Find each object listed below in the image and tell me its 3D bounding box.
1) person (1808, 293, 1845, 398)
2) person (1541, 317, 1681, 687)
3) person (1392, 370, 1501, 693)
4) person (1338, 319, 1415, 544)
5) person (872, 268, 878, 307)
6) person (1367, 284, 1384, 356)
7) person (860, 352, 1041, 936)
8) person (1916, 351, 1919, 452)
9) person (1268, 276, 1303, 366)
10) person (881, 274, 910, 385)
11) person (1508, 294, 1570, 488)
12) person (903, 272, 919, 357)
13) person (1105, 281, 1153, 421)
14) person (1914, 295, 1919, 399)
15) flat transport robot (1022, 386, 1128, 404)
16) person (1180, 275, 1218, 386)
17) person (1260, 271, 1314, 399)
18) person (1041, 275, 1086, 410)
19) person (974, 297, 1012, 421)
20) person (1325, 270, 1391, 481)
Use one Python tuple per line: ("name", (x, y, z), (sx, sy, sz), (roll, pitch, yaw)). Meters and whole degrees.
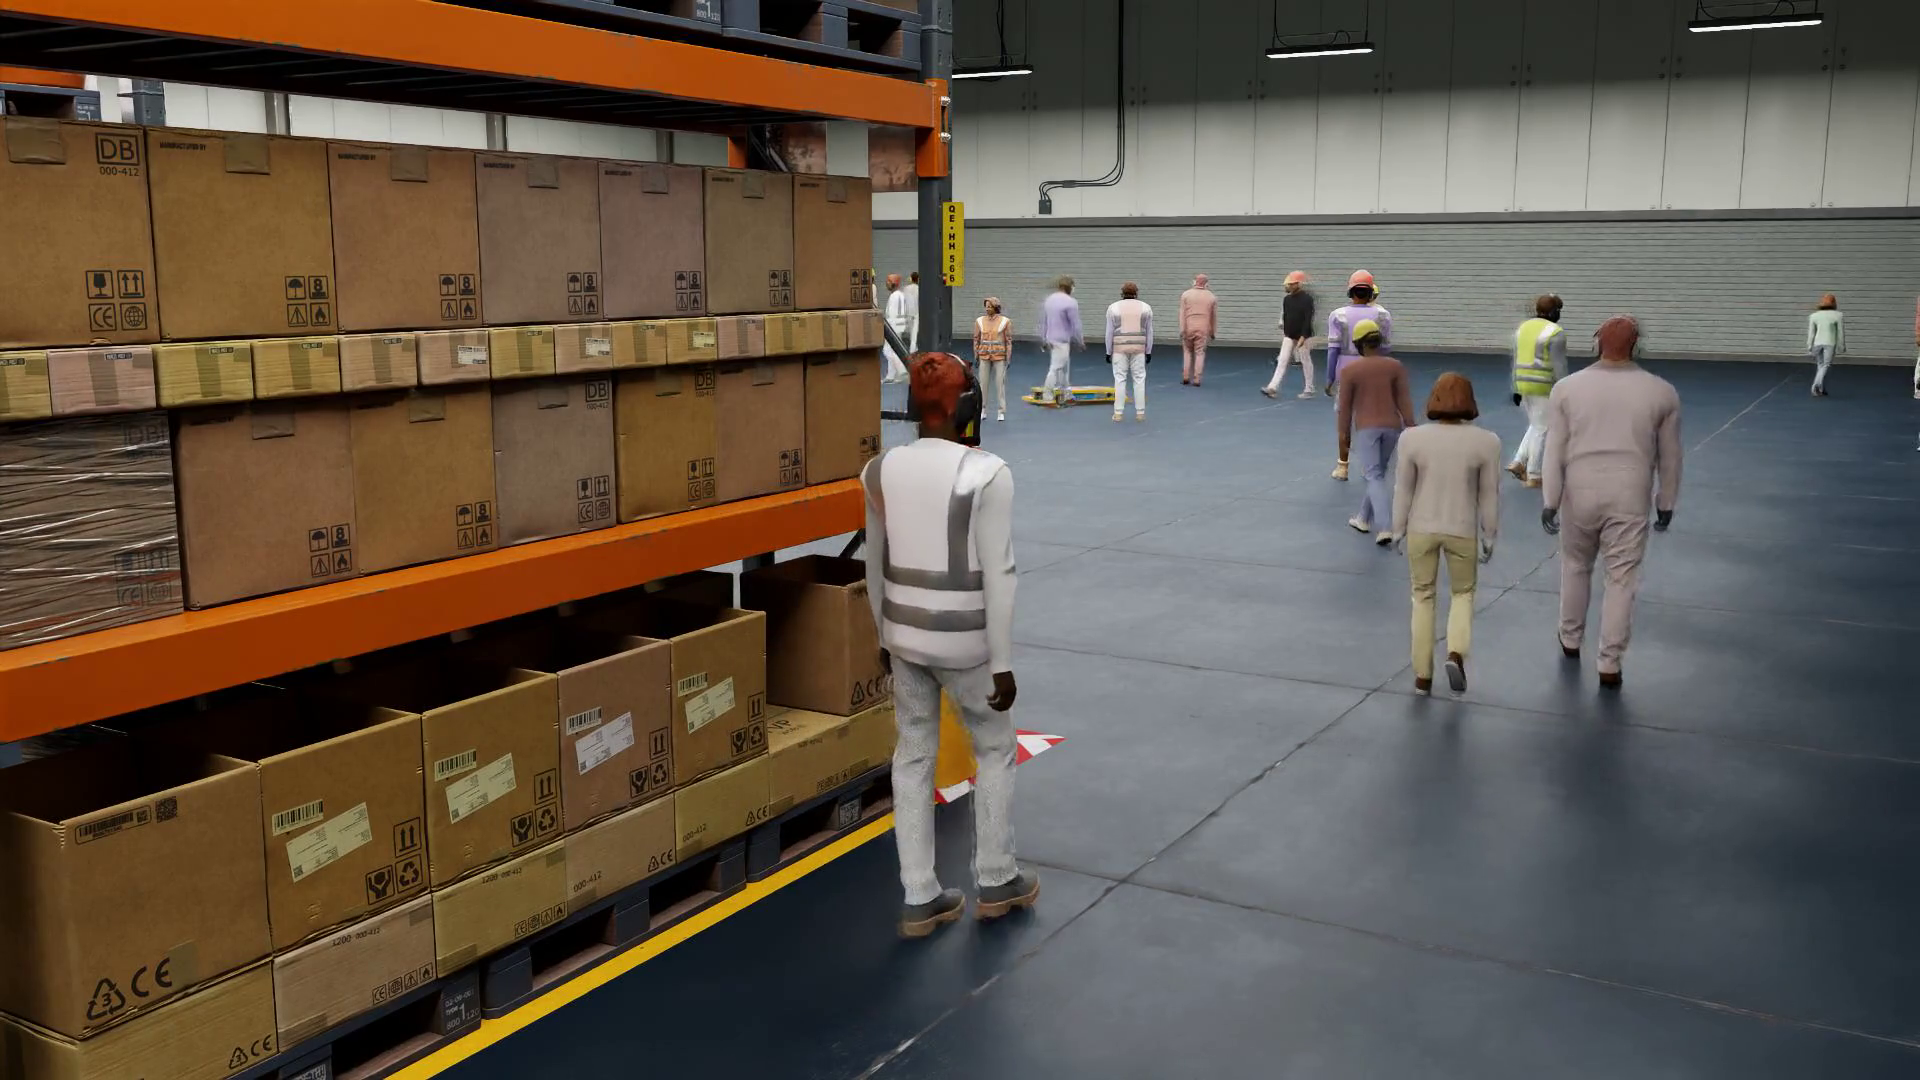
("person", (13.332, -3.001, 25.669), (0.777, 1.604, 0.500), (-7, 12, -36))
("person", (3.387, -0.223, 8.682), (0.668, 1.853, 0.977), (3, 10, 20))
("person", (2.385, -0.021, 8.204), (0.505, 1.622, 0.403), (3, 10, 17))
("person", (3.195, -0.834, 12.743), (0.556, 1.694, 0.941), (-2, 10, -11))
("person", (-1.979, -4.934, 36.067), (0.385, 1.922, 0.594), (-10, 14, -44))
("person", (6.162, -2.976, 25.069), (0.308, 1.769, 0.524), (-6, 12, -33))
("person", (-0.001, 0.322, 5.428), (0.613, 1.871, 0.649), (6, 11, 32))
("person", (10.784, -1.744, 18.257), (0.540, 1.614, 0.674), (7, 12, 36))
("person", (6.430, -4.290, 32.696), (0.890, 1.787, 0.624), (-3, 10, -16))
("person", (-1.136, -3.545, 28.071), (0.477, 1.877, 0.598), (2, 10, 9))
("person", (5.466, -1.394, 15.636), (0.445, 1.826, 0.658), (-3, 10, -17))
("person", (-0.942, -4.872, 35.989), (0.523, 1.822, 0.944), (4, 10, 21))
("person", (2.231, -2.493, 22.017), (0.629, 1.842, 0.429), (0, 10, -2))
("person", (14.896, -3.147, 25.392), (0.612, 1.997, 0.375), (0, 10, -2))
("flat transport robot", (1.695, -2.150, 24.604), (1.431, 0.197, 0.652), (-3, 10, -17))
("person", (4.018, -3.523, 28.017), (0.646, 1.855, 0.813), (1, 10, 6))
("person", (5.027, -3.081, 25.150), (1.048, 1.935, 0.630), (-8, 12, -39))
("person", (1.521, -2.797, 23.621), (0.920, 1.897, 0.633), (-5, 11, -29))
("person", (0.434, -2.391, 22.020), (0.515, 1.636, 0.315), (3, 10, 16))
("person", (3.854, -1.592, 16.153), (0.616, 2.041, 0.379), (0, 10, 1))
